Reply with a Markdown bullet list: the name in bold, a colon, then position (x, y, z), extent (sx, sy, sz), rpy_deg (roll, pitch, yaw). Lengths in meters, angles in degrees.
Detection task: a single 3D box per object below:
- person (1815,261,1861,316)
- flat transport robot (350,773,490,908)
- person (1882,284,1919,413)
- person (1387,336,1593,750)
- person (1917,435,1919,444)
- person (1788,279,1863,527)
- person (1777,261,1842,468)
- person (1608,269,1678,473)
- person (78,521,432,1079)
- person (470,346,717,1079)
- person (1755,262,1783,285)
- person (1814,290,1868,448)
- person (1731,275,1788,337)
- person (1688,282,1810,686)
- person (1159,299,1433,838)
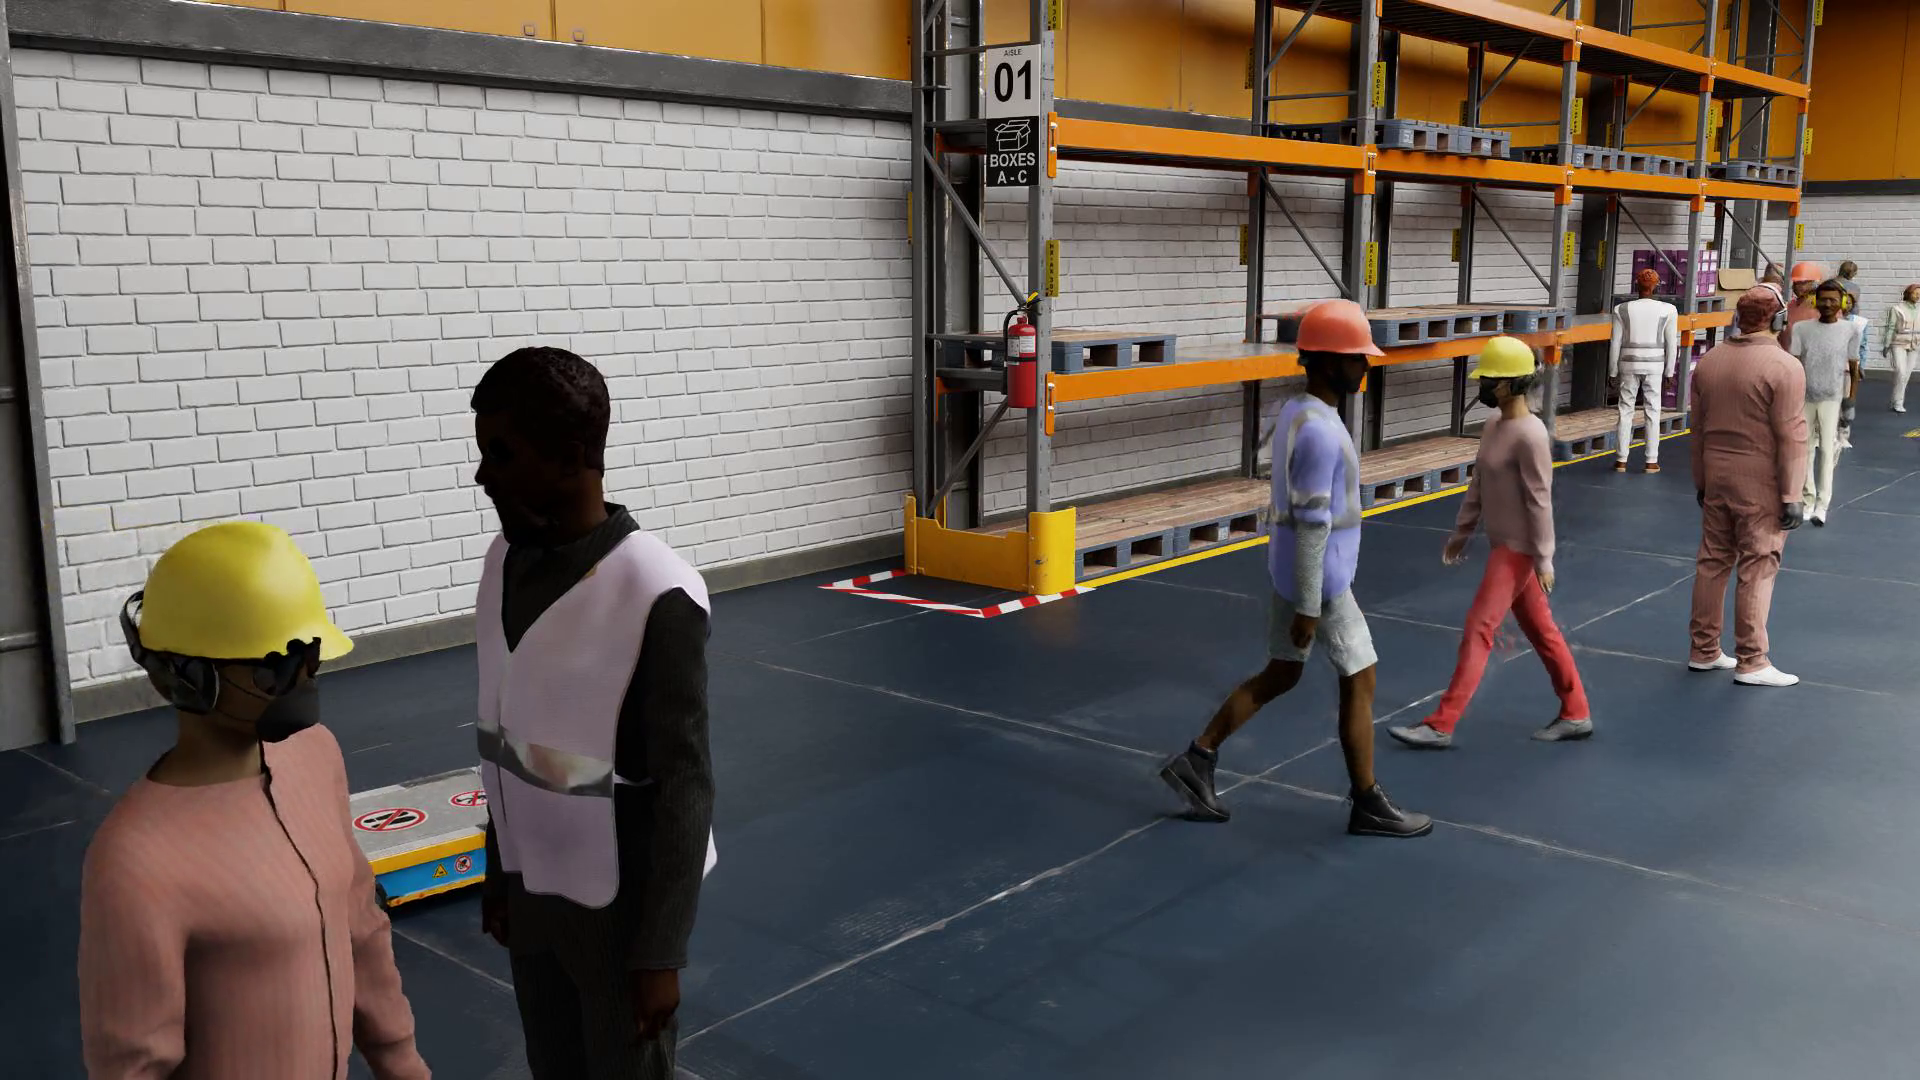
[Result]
- **person**: position (12.544, -3.034, 23.802), extent (0.900, 1.883, 0.685), rpy_deg (-5, 11, -27)
- **flat transport robot**: position (-1.796, 0.990, 5.479), extent (1.431, 0.197, 0.652), rpy_deg (-9, 13, -42)
- **person**: position (11.951, -2.402, 20.930), extent (0.553, 1.612, 0.596), rpy_deg (-1, 10, -4)
- **person**: position (2.261, 0.024, 6.869), extent (0.894, 1.716, 0.530), rpy_deg (1, 10, 3)
- **person**: position (9.631, -1.599, 15.861), extent (0.588, 1.804, 0.601), rpy_deg (9, 14, 42)
- **person**: position (6.419, -1.021, 12.495), extent (0.522, 1.838, 0.819), rpy_deg (7, 12, 36)
- **person**: position (7.656, -1.535, 15.044), extent (0.876, 1.972, 0.614), rpy_deg (-6, 12, -31)
- **person**: position (6.313, -1.558, 15.402), extent (0.582, 1.882, 0.351), rpy_deg (4, 11, 21)
- **person**: position (-1.047, 0.822, 2.304), extent (0.814, 1.741, 0.520), rpy_deg (0, 10, 2)
- **person**: position (-0.646, 0.618, 2.926), extent (0.391, 1.914, 0.587), rpy_deg (-10, 14, -44)
- **person**: position (11.209, -2.934, 23.245), extent (0.729, 1.891, 0.410), rpy_deg (-3, 10, -15)
- **person**: position (9.130, -1.767, 17.281), extent (0.524, 1.639, 0.306), rpy_deg (2, 10, 9)
- **person**: position (7.755, -1.644, 16.066), extent (0.656, 1.824, 0.508), rpy_deg (2, 10, 11)
- **person**: position (3.785, -0.264, 7.947), extent (0.410, 1.913, 0.651), rpy_deg (-3, 11, -19)
- **person**: position (1.189, 0.113, 5.826), extent (0.926, 1.909, 0.542), rpy_deg (0, 10, 0)
